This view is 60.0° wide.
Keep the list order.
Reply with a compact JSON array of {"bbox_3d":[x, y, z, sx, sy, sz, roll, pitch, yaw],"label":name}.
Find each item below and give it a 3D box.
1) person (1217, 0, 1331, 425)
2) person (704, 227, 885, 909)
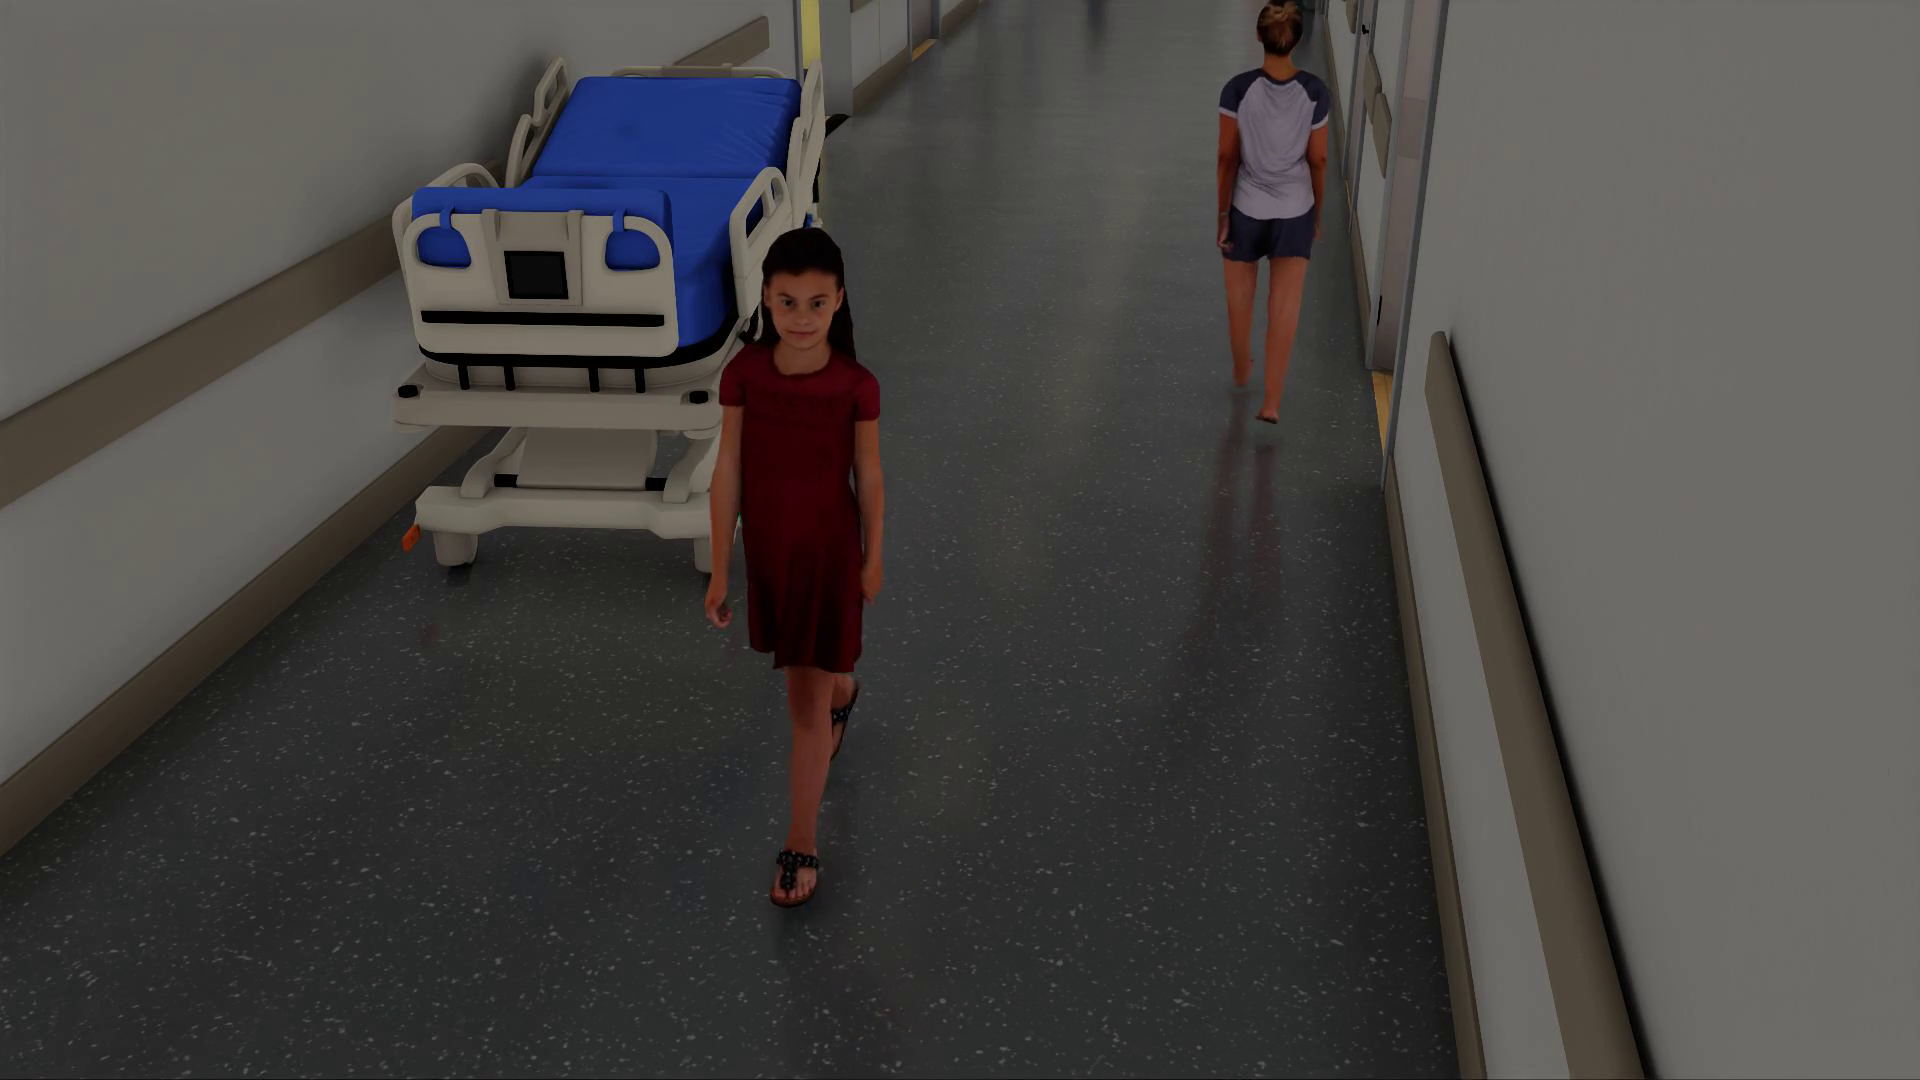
[{"bbox_3d":[1.191,-1.204,6.371,0.951,1.588,0.631,4,26,9],"label":"person"},{"bbox_3d":[-0.359,0.002,3.949,1.007,1.519,0.594,6,26,11],"label":"person"}]
